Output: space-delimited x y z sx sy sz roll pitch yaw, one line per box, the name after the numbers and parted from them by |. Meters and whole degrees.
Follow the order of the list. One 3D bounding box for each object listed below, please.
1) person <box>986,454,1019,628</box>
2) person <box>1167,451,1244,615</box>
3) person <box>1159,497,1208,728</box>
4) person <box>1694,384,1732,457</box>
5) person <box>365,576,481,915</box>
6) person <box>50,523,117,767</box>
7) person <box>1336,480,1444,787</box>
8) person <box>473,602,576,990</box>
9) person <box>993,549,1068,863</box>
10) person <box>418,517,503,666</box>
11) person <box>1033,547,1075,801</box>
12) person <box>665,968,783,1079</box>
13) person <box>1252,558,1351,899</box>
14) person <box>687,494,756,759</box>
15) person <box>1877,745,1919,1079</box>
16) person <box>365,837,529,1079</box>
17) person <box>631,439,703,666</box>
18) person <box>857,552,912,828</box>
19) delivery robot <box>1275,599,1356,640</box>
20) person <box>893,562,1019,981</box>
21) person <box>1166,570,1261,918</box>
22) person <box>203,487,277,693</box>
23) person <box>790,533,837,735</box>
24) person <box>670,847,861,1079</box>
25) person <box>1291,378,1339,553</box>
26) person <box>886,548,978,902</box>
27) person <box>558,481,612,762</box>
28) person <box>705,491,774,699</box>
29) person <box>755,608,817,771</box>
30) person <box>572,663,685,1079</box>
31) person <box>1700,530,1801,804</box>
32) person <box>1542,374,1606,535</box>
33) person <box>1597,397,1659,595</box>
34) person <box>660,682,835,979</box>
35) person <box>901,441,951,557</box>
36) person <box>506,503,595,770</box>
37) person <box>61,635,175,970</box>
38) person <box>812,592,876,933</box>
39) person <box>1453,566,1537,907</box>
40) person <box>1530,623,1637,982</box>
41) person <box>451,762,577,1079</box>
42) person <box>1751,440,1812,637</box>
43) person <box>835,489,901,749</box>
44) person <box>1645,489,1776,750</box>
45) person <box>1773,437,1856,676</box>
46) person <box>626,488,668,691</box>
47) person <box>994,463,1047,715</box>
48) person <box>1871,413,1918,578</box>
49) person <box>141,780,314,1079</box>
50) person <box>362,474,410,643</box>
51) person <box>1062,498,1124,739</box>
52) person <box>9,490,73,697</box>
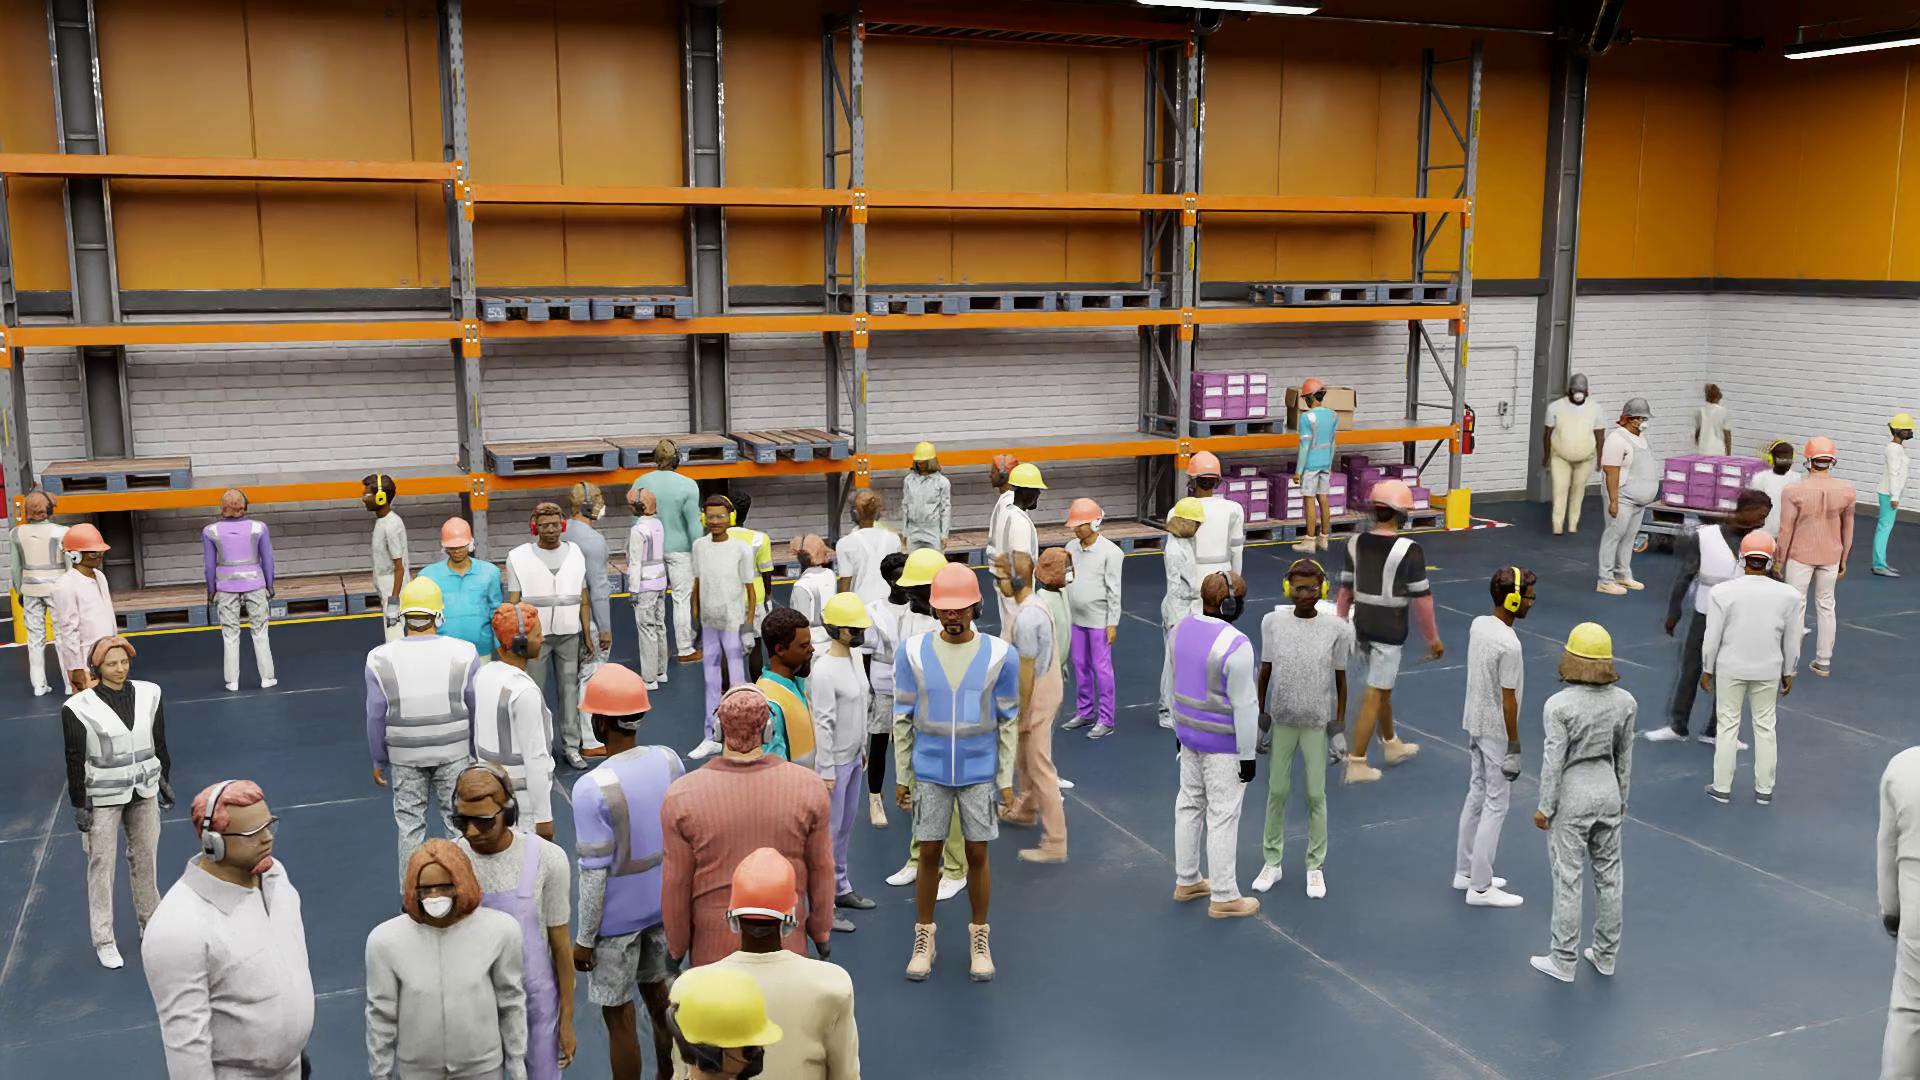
0.382 0.237 13.500 0.339 1.882 0.584 1 10 7 | person
1.794 0.360 12.328 0.605 2.045 0.385 -3 10 -16 | person
1.648 0.536 12.226 0.322 1.729 0.488 4 11 21 | person
9.772 -1.103 21.426 0.665 1.809 0.549 -6 12 -33 | person
-2.773 1.096 8.695 0.600 1.831 0.404 -3 10 -17 | person
-5.667 0.758 10.870 0.325 1.752 0.560 -1 10 -5 | person
2.887 0.602 11.037 0.946 2.002 0.622 -6 11 -30 | person
-2.078 1.223 7.828 0.337 1.879 0.585 -8 13 -38 | person
0.429 0.935 9.710 0.442 1.815 0.650 1 10 7 | person
-3.334 0.708 11.159 0.569 1.749 0.342 -4 11 -22 | person
0.590 0.847 10.702 0.283 1.633 0.501 3 10 18 | person
-0.549 1.925 4.214 0.758 1.738 0.537 1 10 6 | person
1.851 1.017 9.060 0.514 1.868 0.328 3 10 19 | person
-1.633 0.605 11.416 0.513 1.873 0.329 5 11 26 | person
3.840 1.465 6.360 0.403 1.906 0.651 -4 11 -21 | person
-1.677 1.756 5.470 0.507 1.631 0.266 -3 10 -17 | person
-2.458 0.107 14.092 0.636 1.939 0.363 3 10 17 | person
-0.377 0.906 10.182 0.539 1.696 0.317 -5 11 -27 | person
3.104 0.694 14.423 0.707 0.478 0.477 0 10 0 | delivery robot
-0.021 1.113 7.995 0.607 2.044 0.372 0 10 2 | person
1.365 1.068 8.837 0.429 1.841 0.633 -6 11 -31 | person
-5.732 0.400 13.260 0.514 1.642 0.310 -4 10 -20 | person
-0.979 0.762 11.180 0.308 1.640 0.515 3 10 19 | person
-0.577 1.776 5.007 0.563 1.752 0.328 -1 10 -6 | person
4.116 -0.865 19.412 0.605 2.036 0.388 -8 12 -38 | person
-0.158 0.990 9.037 0.595 1.923 0.364 9 14 43 | person
-2.594 0.556 11.503 0.352 1.937 0.635 -8 13 -39 | person
-1.689 0.469 12.702 0.541 1.695 0.316 0 10 -2 | person
-0.806 1.248 7.578 0.392 1.920 0.593 0 10 -2 | person
-1.309 1.429 6.475 0.356 1.938 0.545 5 11 29 | person
5.016 0.805 10.601 0.572 1.749 0.343 2 10 11 | person
7.568 -1.050 20.465 0.711 2.000 0.884 2 10 14 | person
6.883 -0.464 17.086 0.684 2.000 0.535 -9 13 -42 | person
-0.800 1.476 6.294 0.651 1.906 0.404 -2 10 -14 | person
-0.331 -0.060 15.621 0.484 1.743 0.298 4 11 21 | person
-2.753 0.654 11.202 0.563 1.847 0.389 -6 11 -29 | person
-4.150 1.273 8.234 0.306 1.640 0.519 6 12 32 | person
-0.597 1.136 8.663 0.325 1.767 0.533 3 10 17 | person
2.873 1.050 8.917 0.334 1.856 0.527 -1 10 -6 | person
2.995 1.257 8.028 0.488 1.743 0.317 -2 10 -14 | person
-1.559 1.629 5.643 0.512 1.835 0.365 0 10 -3 | person
7.482 -0.017 15.195 0.614 1.804 0.941 -4 10 -20 | person
-0.652 0.556 11.772 0.516 1.844 0.329 -6 12 -31 | person
5.284 0.555 11.715 0.766 1.875 0.389 1 10 7 | person
7.032 0.142 13.730 0.612 1.995 0.377 0 10 1 | person
-2.508 0.393 13.336 0.310 1.631 0.509 2 10 11 | person
0.457 0.372 12.626 0.397 1.920 0.587 -1 10 -7 | person
10.121 -0.490 18.025 0.324 1.769 0.523 5 11 29 | person
-2.206 1.669 5.180 0.401 1.910 0.640 1 10 6 | person
-4.259 0.433 12.415 0.309 1.868 0.534 -4 11 -23 | person
0.929 0.557 12.083 0.355 1.737 0.573 -8 13 -40 | person
-7.184 0.429 13.091 0.515 1.641 0.315 0 10 0 | person
